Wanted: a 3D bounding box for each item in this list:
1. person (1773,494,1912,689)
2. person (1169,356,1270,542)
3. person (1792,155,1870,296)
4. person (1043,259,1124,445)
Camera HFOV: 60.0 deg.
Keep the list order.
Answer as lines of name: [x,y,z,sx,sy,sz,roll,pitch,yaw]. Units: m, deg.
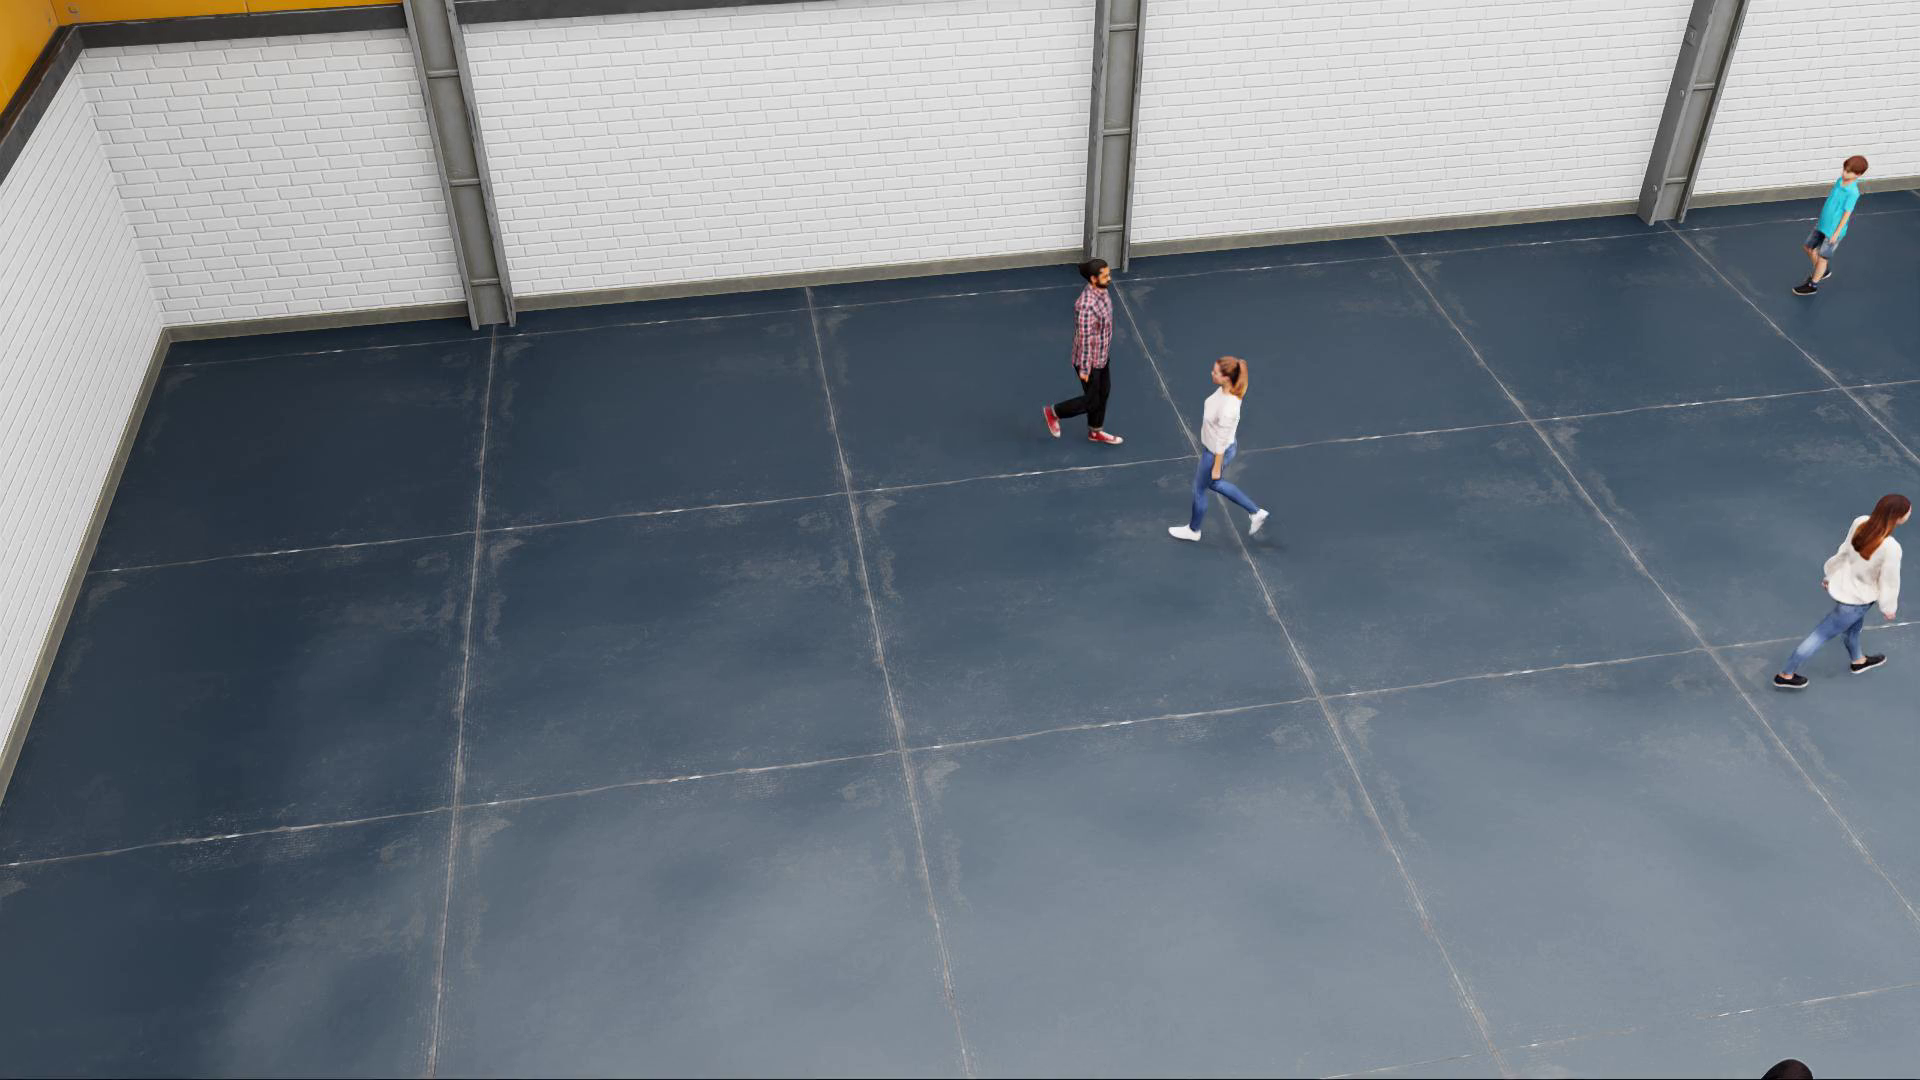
person: [6.039,0.406,11.422,1.091,1.649,0.706,-1,39,-2]
person: [2.054,-0.657,12.711,1.080,1.702,0.867,8,39,10]
person: [8.378,-3.011,15.864,0.635,1.445,0.572,-2,39,-3]
person: [1.026,-1.540,13.783,1.056,1.744,0.937,11,40,13]
